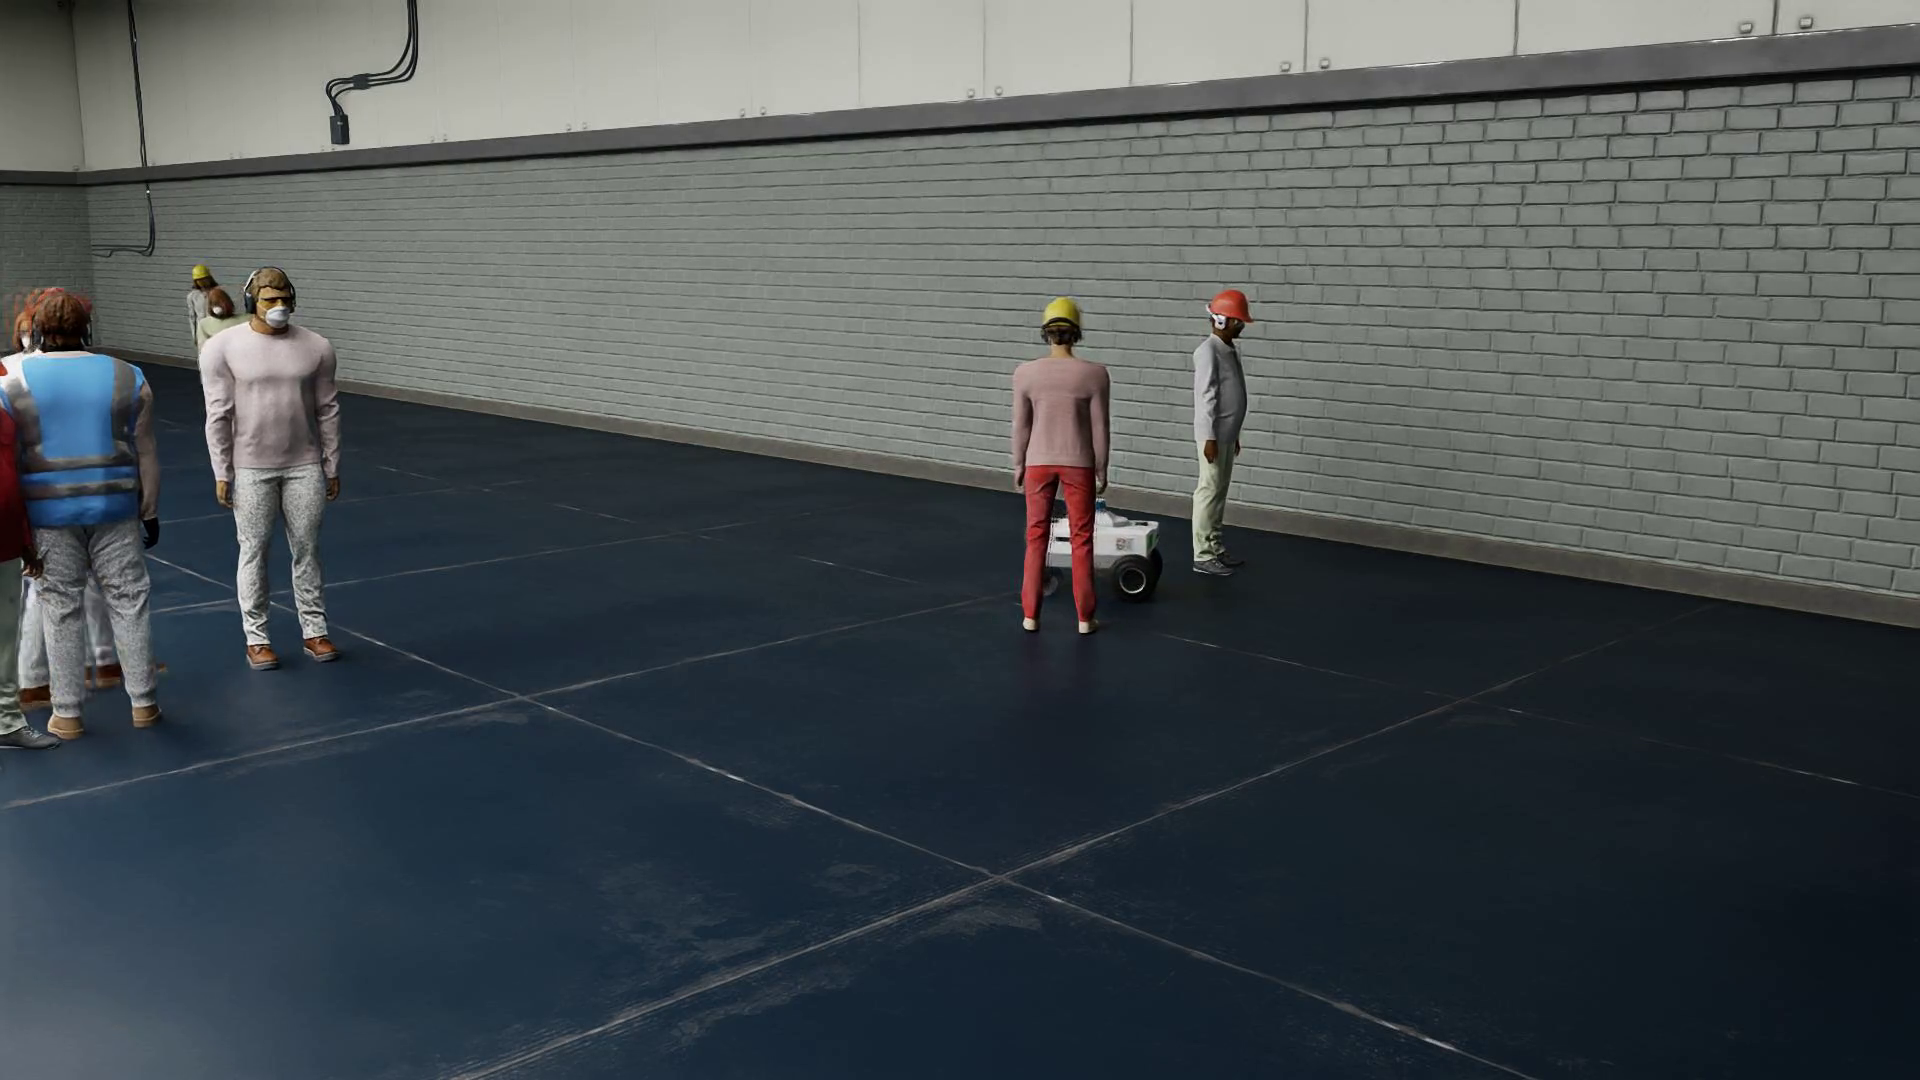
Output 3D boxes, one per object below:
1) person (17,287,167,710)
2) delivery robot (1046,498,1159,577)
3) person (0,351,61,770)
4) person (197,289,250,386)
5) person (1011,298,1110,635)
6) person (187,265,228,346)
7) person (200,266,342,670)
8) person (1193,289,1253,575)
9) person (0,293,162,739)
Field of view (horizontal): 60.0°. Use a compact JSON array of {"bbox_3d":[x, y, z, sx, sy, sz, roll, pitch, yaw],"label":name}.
[{"bbox_3d":[-3.866,-0.181,7.347,0.777,1.849,0.605,-8,13,-36],"label":"person"},{"bbox_3d":[0.789,0.002,9.634,0.707,0.478,0.477,2,11,11],"label":"delivery robot"},{"bbox_3d":[-3.834,0.024,6.523,0.338,1.742,0.563,2,11,12],"label":"person"},{"bbox_3d":[-7.133,-1.670,16.260,0.505,1.562,0.914,-1,10,-7],"label":"person"},{"bbox_3d":[0.523,-0.379,8.707,0.524,1.757,0.357,3,11,14],"label":"person"},{"bbox_3d":[-9.327,-2.572,20.751,0.510,1.713,0.588,-3,11,-14],"label":"person"},{"bbox_3d":[-3.290,-0.345,8.031,0.625,1.933,0.374,-8,13,-37],"label":"person"},{"bbox_3d":[1.625,-0.669,10.287,0.334,1.748,0.561,5,11,23],"label":"person"},{"bbox_3d":[-3.660,-0.097,6.920,0.625,1.843,0.430,-7,12,-33],"label":"person"}]
